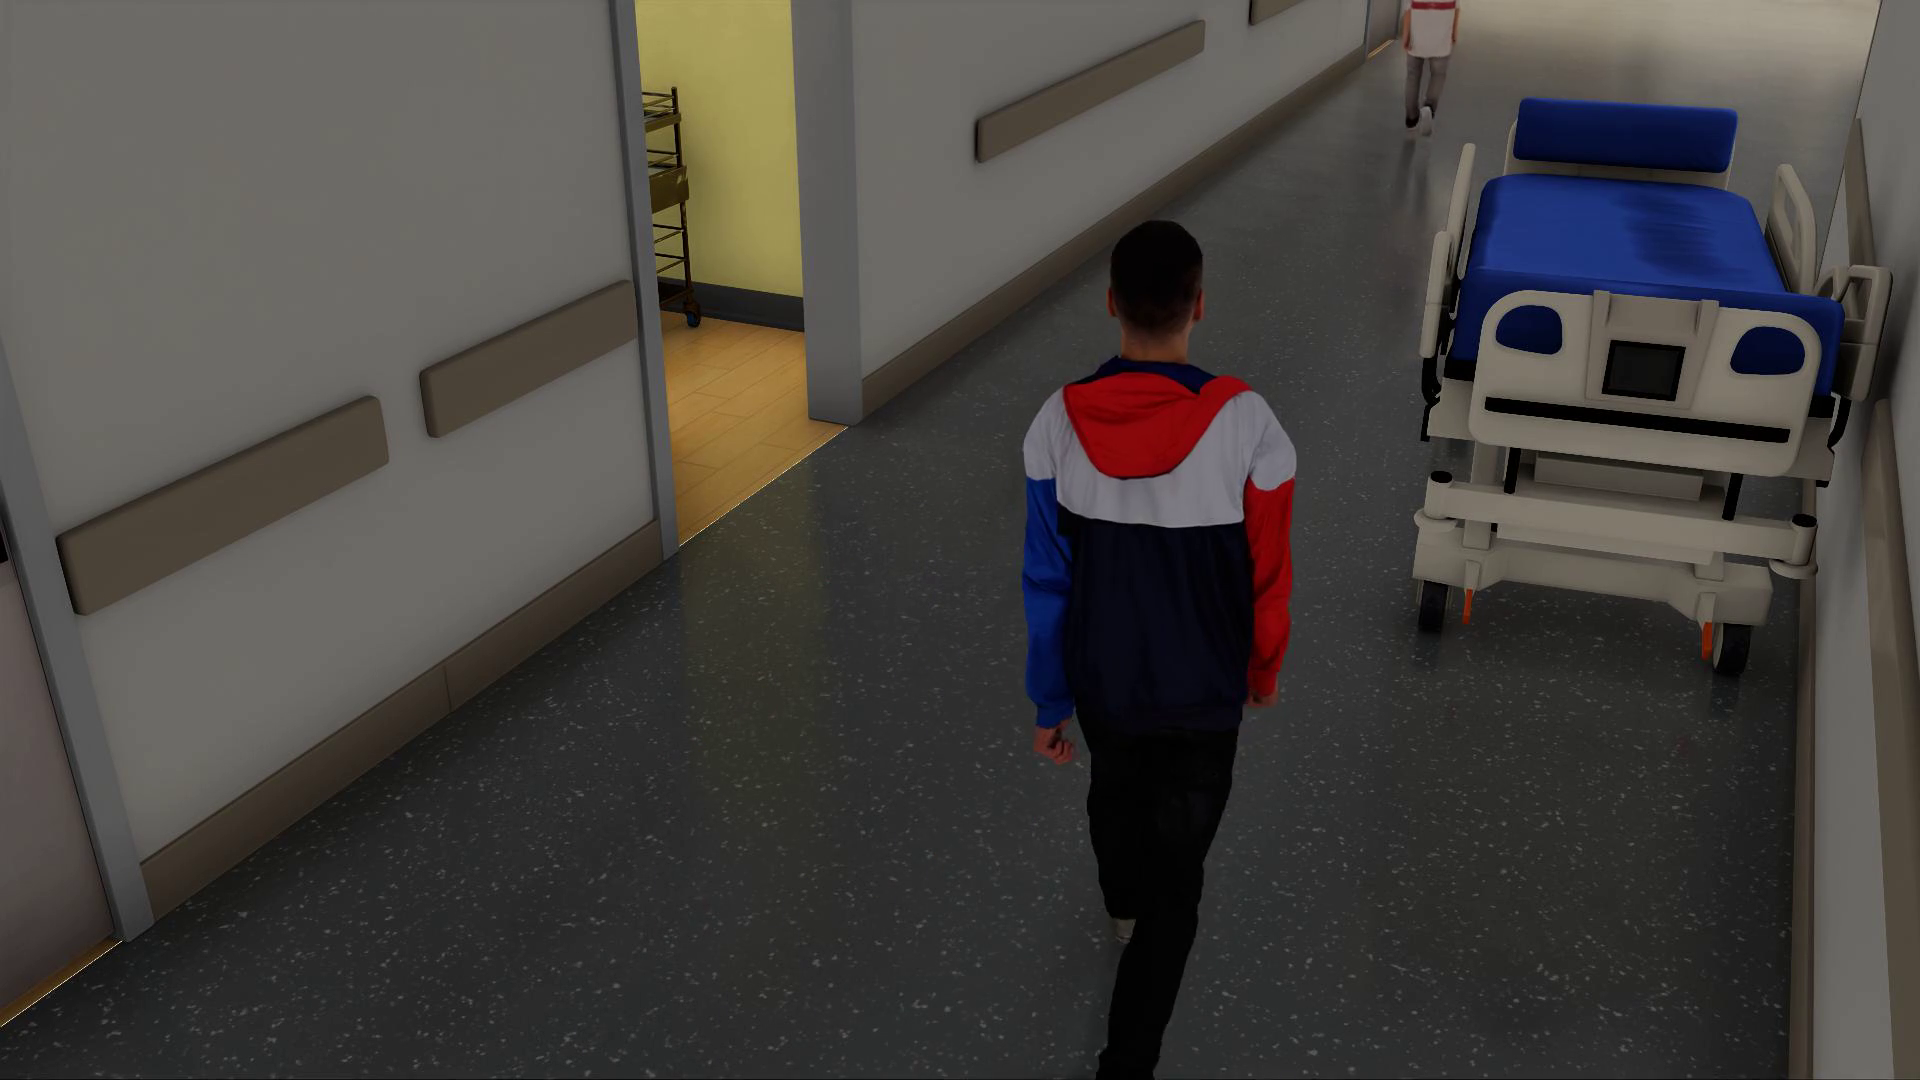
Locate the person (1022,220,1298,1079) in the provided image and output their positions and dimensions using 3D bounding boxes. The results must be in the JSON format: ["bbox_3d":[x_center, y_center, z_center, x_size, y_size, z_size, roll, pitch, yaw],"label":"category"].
[{"bbox_3d":[0.349,0.322,3.093,1.123,1.714,0.756,9,27,18],"label":"person"}]

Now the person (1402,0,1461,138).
[{"bbox_3d":[3.184,-3.443,11.237,0.820,1.423,0.635,8,27,16],"label":"person"}]
